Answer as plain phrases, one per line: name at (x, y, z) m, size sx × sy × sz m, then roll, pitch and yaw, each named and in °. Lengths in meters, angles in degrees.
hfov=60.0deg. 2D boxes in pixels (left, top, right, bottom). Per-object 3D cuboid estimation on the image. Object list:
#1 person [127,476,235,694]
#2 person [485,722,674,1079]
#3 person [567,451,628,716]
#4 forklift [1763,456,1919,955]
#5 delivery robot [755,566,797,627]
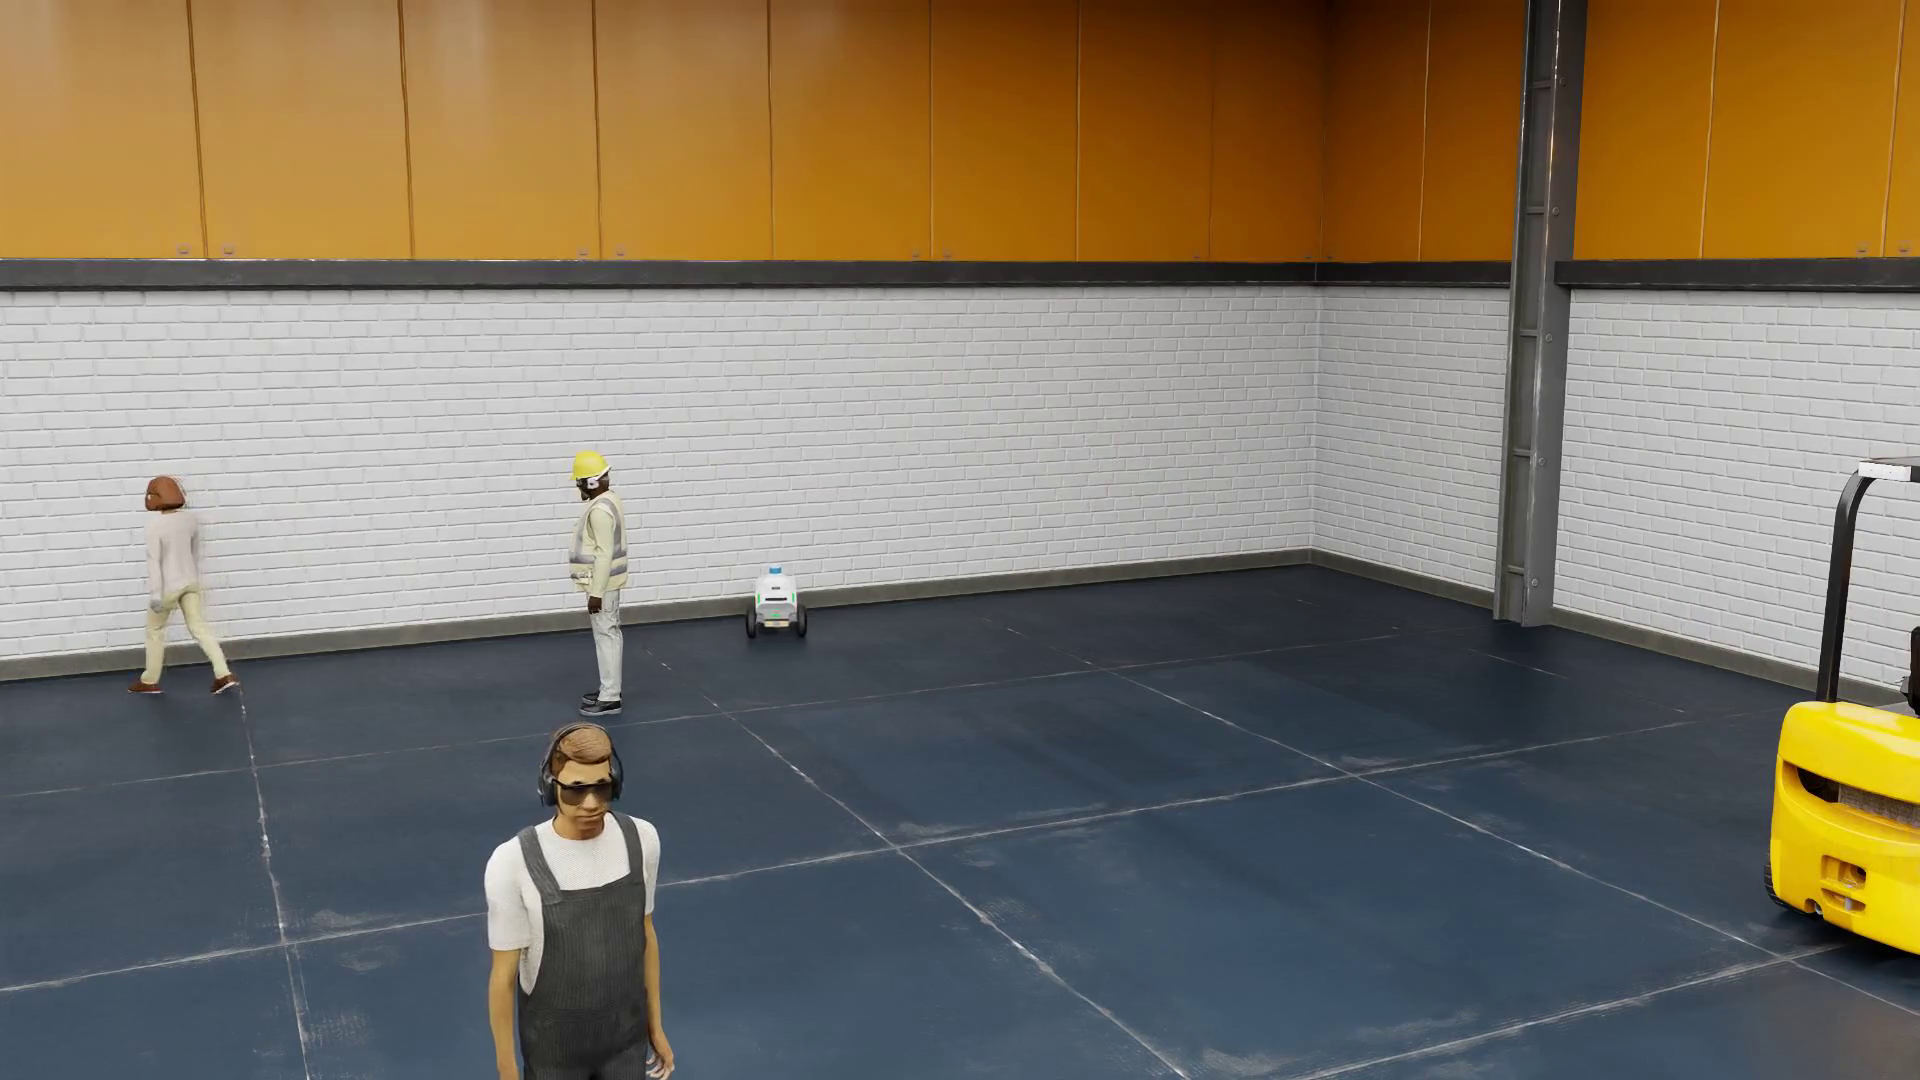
person at (-5.604, 0.330, 11.900) m, size 0.820 × 1.596 × 0.512 m, roll 3°, pitch 10°, yaw 21°
person at (-1.031, 1.389, 4.562) m, size 0.514 × 1.842 × 0.327 m, roll -8°, pitch 12°, yaw -39°
person at (-2.485, 0.291, 11.439) m, size 0.403 × 1.822 × 0.589 m, roll -1°, pitch 9°, yaw -7°
forklift at (4.857, 0.731, 7.561) m, size 2.313 × 2.155 × 1.214 m, roll -4°, pitch 10°, yaw -25°
delivery robot at (-1.553, 0.462, 14.011) m, size 0.477 × 0.478 × 0.707 m, roll -1°, pitch 9°, yaw -7°
